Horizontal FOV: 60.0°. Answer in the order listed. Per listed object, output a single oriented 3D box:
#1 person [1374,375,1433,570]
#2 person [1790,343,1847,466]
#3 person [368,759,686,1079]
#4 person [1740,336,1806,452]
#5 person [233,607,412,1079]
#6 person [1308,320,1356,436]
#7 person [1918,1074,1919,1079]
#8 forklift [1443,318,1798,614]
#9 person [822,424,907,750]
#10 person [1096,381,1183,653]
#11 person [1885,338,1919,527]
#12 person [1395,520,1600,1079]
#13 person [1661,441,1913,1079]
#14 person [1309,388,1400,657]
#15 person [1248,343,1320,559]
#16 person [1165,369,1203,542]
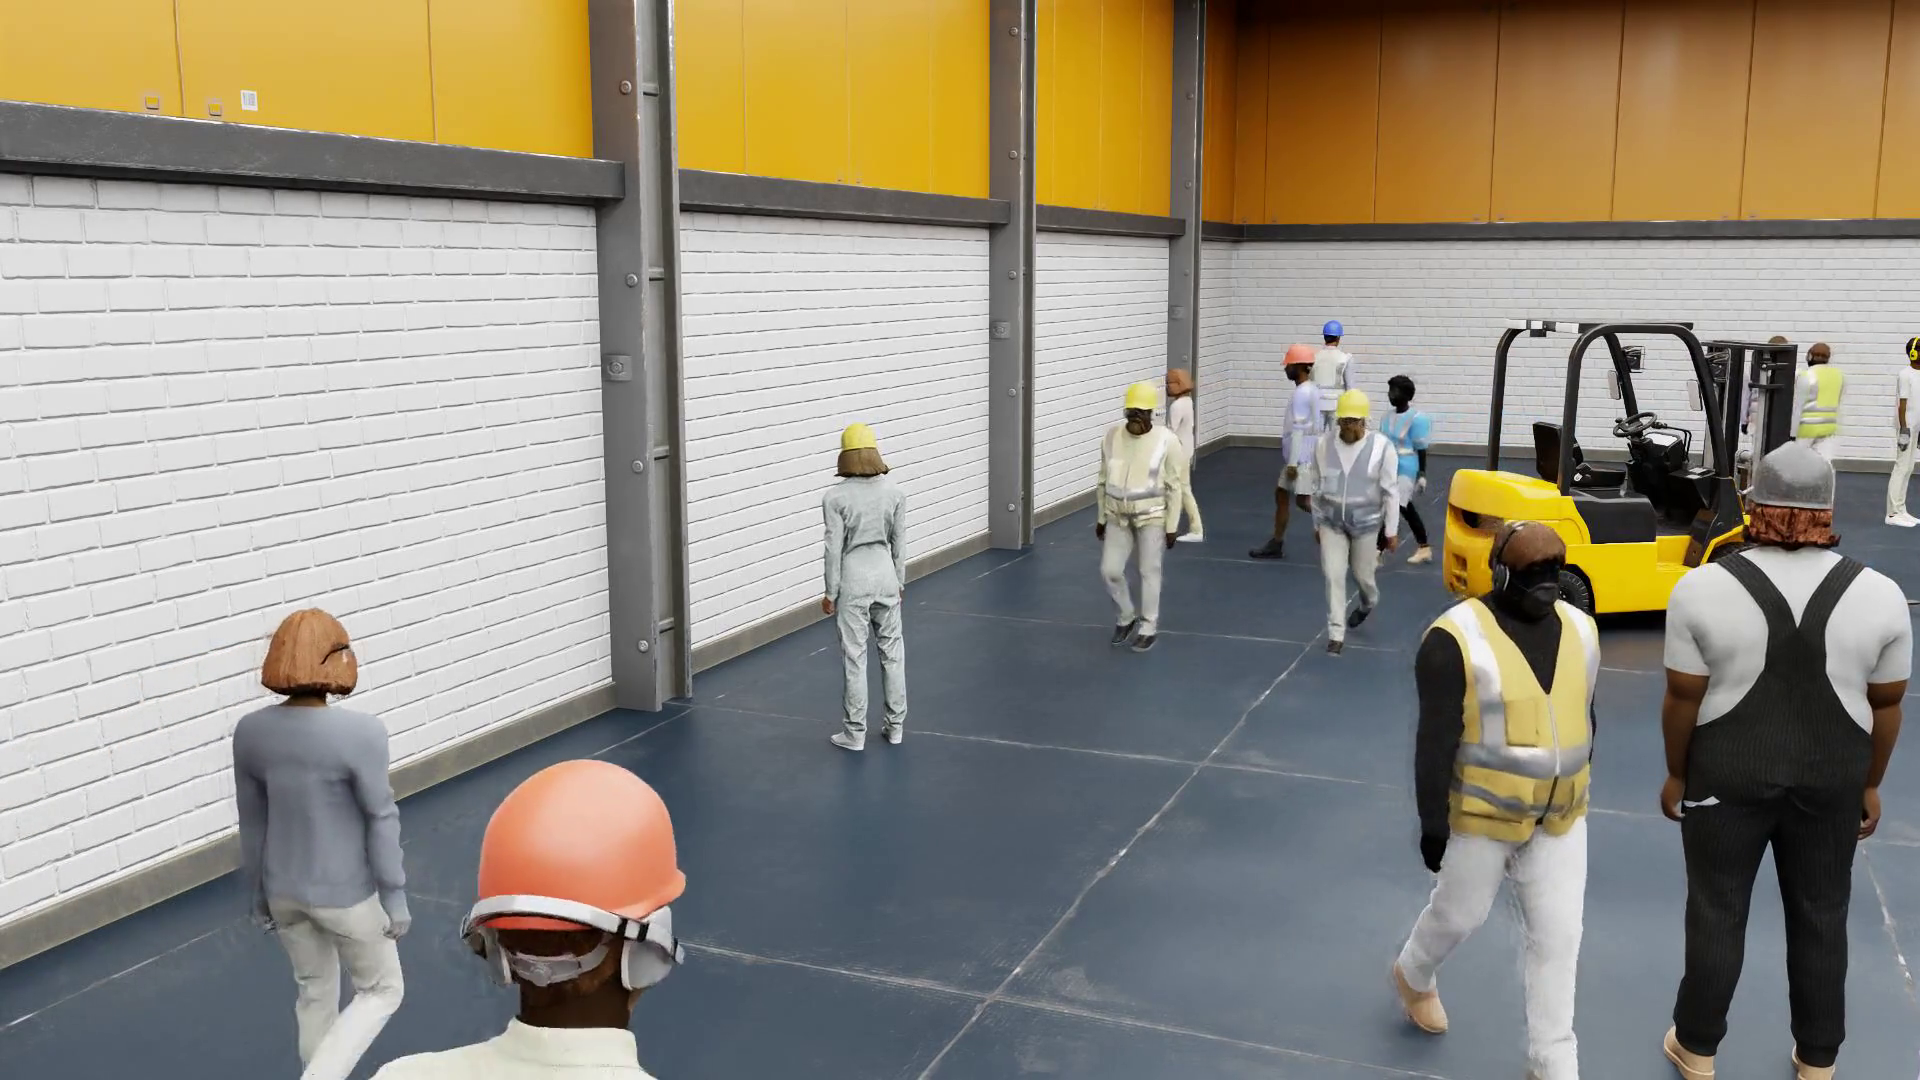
[{"bbox_3d":[3.715,-0.572,14.090,0.890,1.646,0.541,-4,10,-21],"label":"person"},{"bbox_3d":[8.535,-1.084,16.795,0.661,1.783,0.915,-2,10,-13],"label":"person"},{"bbox_3d":[-0.432,1.248,2.086,0.638,1.968,0.573,5,10,26],"label":"person"},{"bbox_3d":[8.735,-1.280,17.863,0.661,1.815,0.783,5,11,29],"label":"person"},{"bbox_3d":[-1.803,0.999,4.638,0.522,1.617,0.479,3,10,18],"label":"person"},{"bbox_3d":[4.205,-1.523,18.953,0.615,1.945,0.404,6,11,30],"label":"person"},{"bbox_3d":[1.943,1.150,2.876,0.643,1.909,0.410,0,9,3],"label":"person"},{"bbox_3d":[4.706,-0.497,11.990,2.313,2.155,1.214,-2,10,-10],"label":"forklift"},{"bbox_3d":[-0.516,0.249,8.862,0.483,1.734,0.319,-5,11,-28],"label":"person"},{"bbox_3d":[1.173,-0.147,11.012,0.627,1.812,0.429,5,11,29],"label":"person"},{"bbox_3d":[9.407,-1.070,16.443,0.328,1.872,0.510,9,13,44],"label":"person"},{"bbox_3d":[1.684,0.816,5.214,0.635,1.809,0.907,-2,10,-14],"label":"person"},{"bbox_3d":[2.520,0.701,5.195,0.681,2.000,0.538,2,10,15],"label":"person"},{"bbox_3d":[2.650,-0.145,11.136,0.599,1.788,0.773,4,10,22],"label":"person"},{"bbox_3d":[2.999,-0.744,14.374,0.890,1.908,0.552,3,10,17],"label":"person"},{"bbox_3d":[1.966,-0.785,15.491,0.700,1.597,0.524,3,10,19],"label":"person"}]
